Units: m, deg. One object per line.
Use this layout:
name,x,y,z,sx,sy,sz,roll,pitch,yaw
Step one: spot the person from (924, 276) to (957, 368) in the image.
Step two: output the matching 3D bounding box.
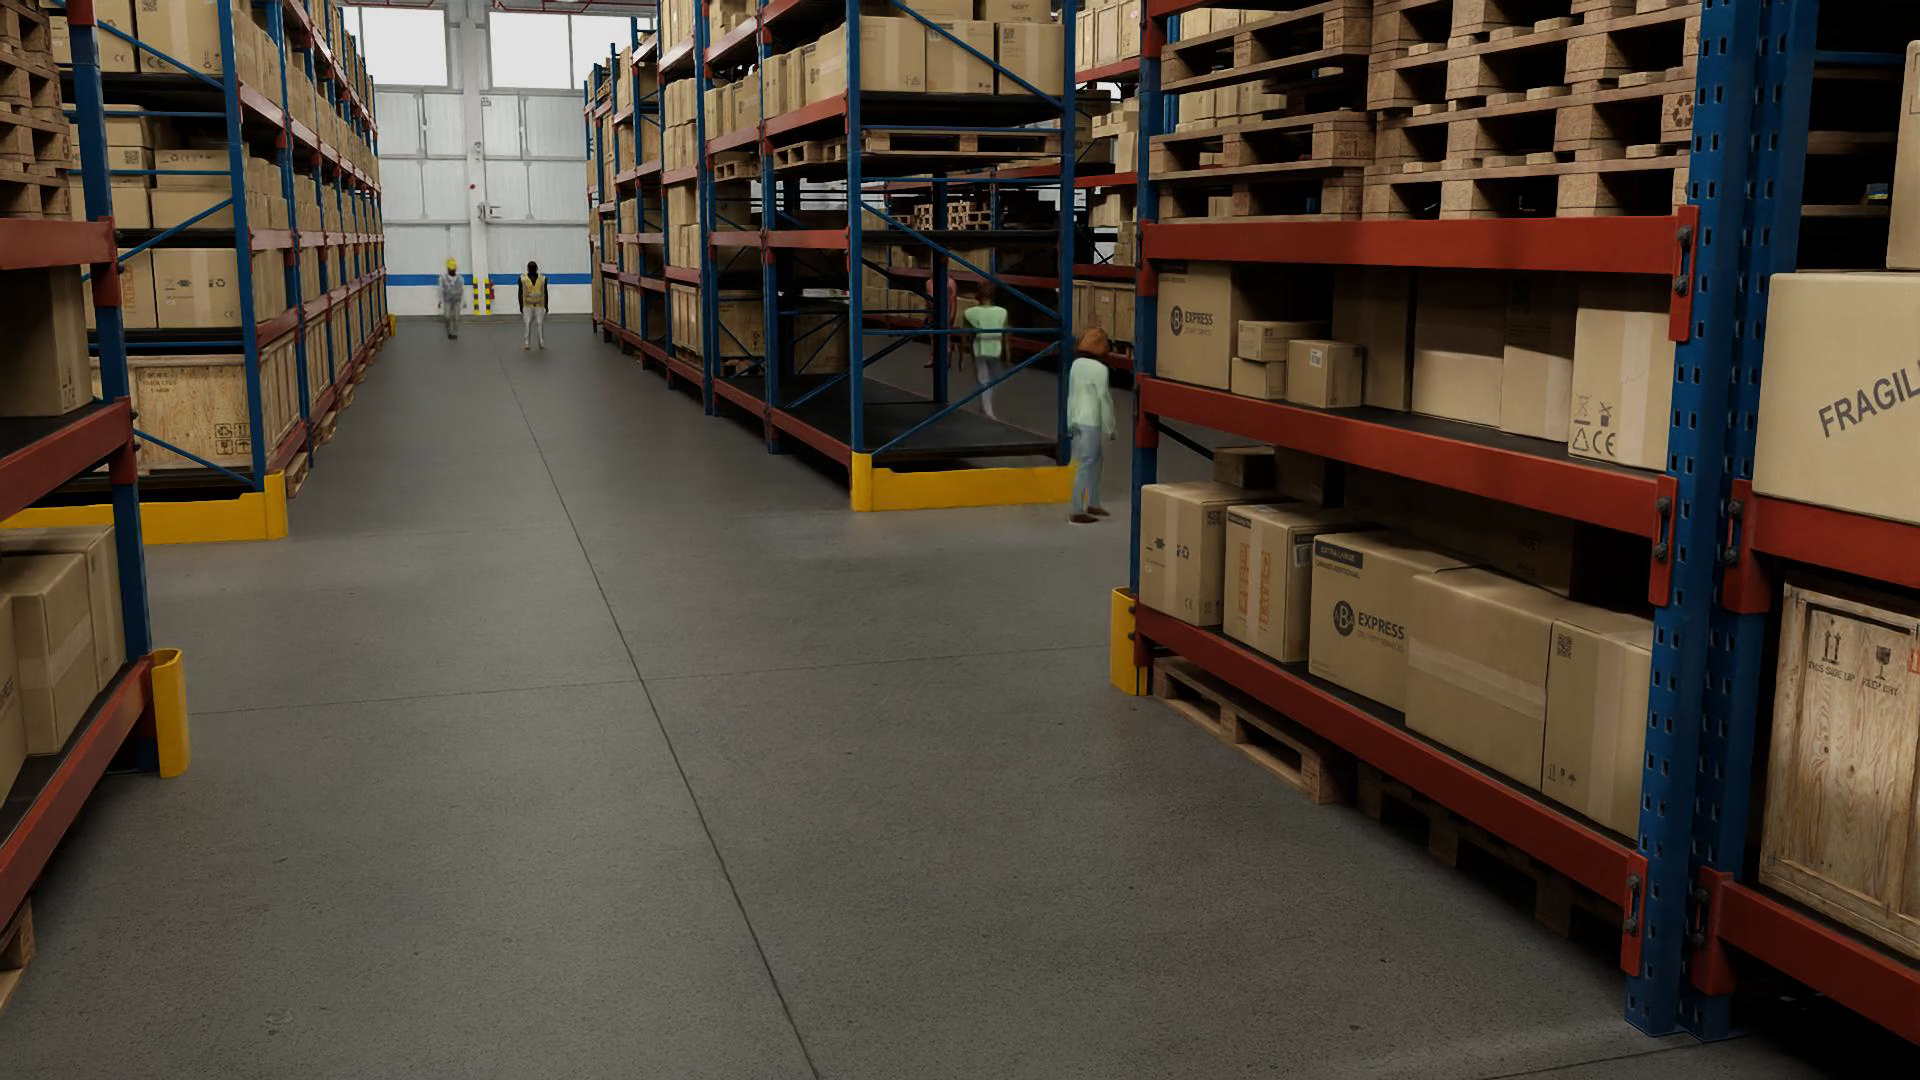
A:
person,-0.374,-4.022,29.792,0.644,1.907,0.399,6,12,31

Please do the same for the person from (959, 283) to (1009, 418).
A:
person,0.298,-2.199,20.105,0.583,1.801,0.960,-4,11,-19

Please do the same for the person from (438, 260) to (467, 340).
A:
person,-11.523,-5.452,37.877,0.627,1.808,0.716,-6,12,-31

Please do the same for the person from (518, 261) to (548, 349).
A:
person,-8.940,-4.917,34.876,0.623,1.844,0.429,-4,11,-22

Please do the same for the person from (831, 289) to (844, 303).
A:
person,-3.339,-7.072,46.488,0.809,1.908,0.578,-2,10,-9

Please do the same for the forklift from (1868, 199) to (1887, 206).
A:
forklift,11.338,-2.915,21.052,1.129,2.768,1.873,-3,11,-17

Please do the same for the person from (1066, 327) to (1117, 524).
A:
person,1.133,-0.937,13.654,0.594,1.612,0.533,-5,11,-25
